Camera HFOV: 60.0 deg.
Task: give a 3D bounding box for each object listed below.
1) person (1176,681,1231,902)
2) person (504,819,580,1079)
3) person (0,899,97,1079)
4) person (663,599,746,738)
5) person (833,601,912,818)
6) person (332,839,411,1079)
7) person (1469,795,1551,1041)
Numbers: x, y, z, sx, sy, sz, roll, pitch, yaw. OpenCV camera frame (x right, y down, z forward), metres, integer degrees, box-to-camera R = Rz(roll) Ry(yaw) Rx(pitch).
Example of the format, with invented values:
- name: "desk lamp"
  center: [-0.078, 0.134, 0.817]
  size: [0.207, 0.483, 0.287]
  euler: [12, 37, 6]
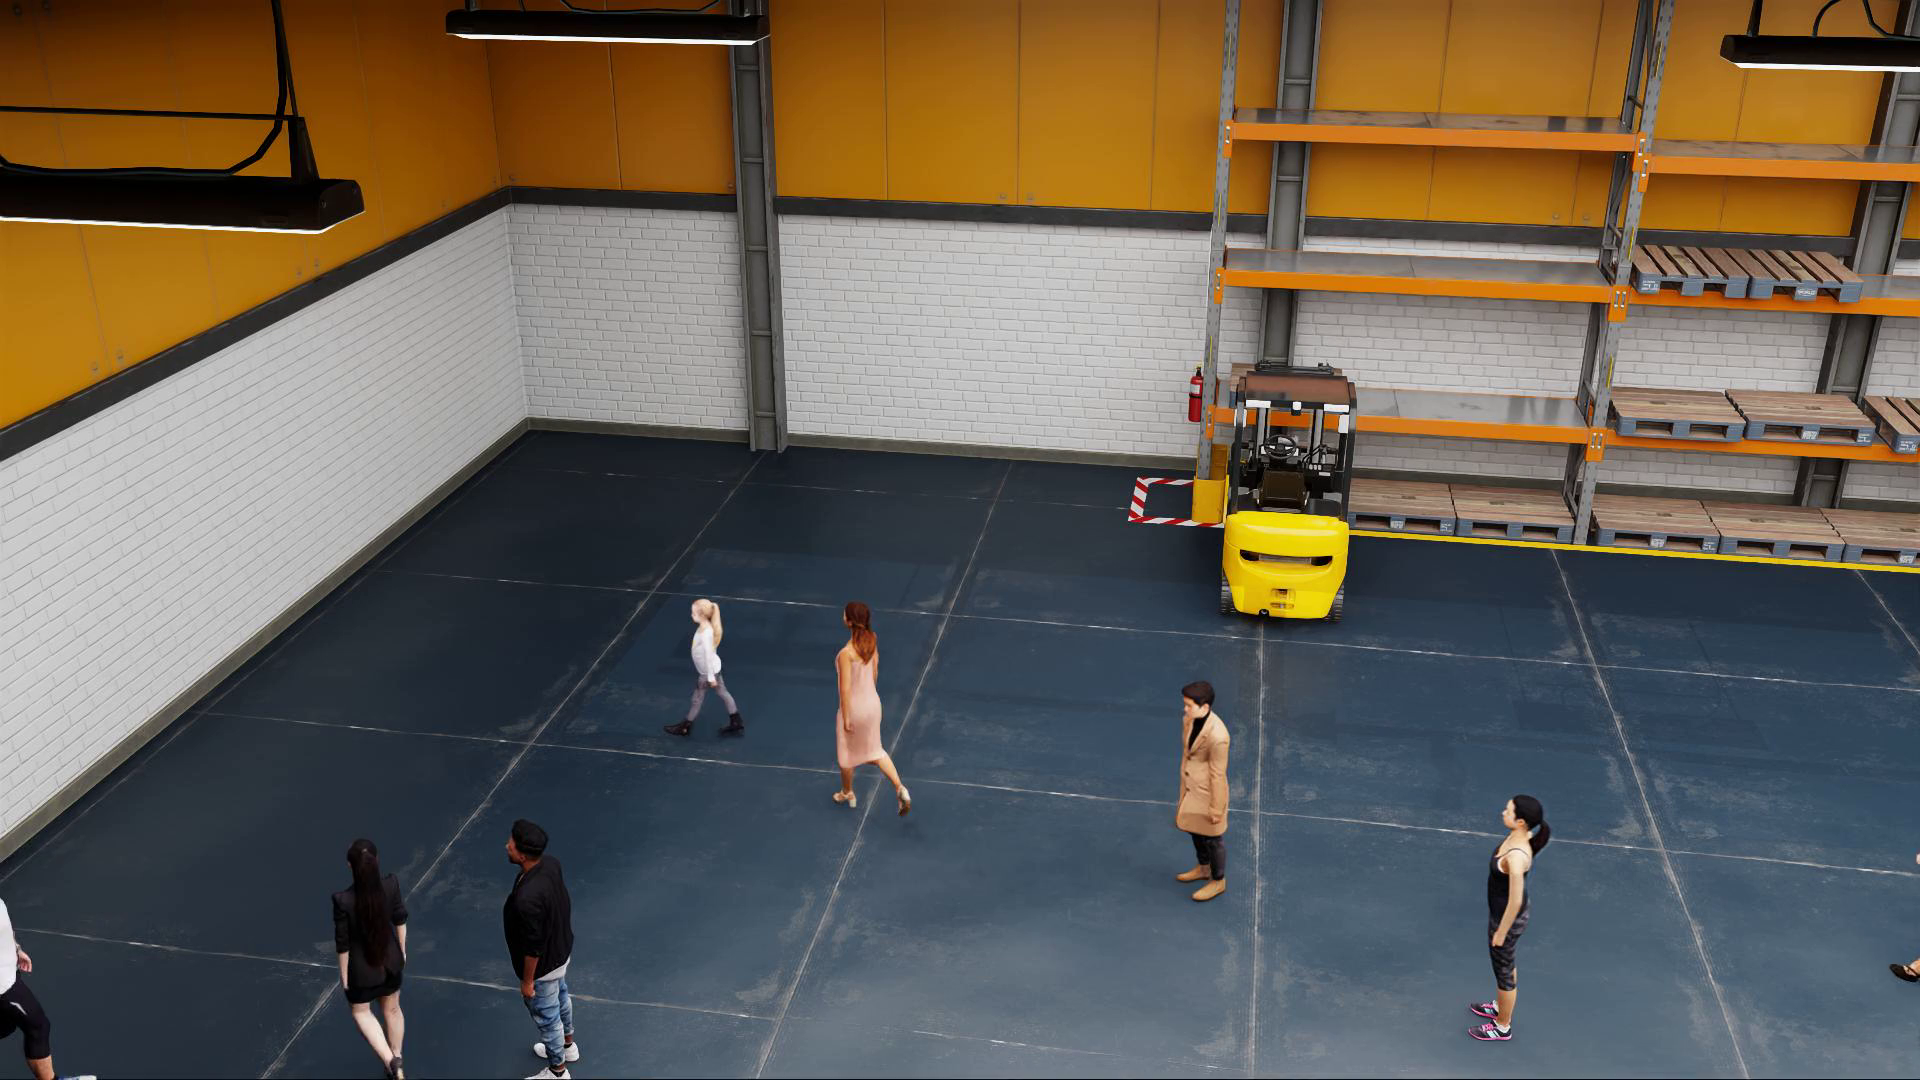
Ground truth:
- name: "person"
  center: [1.729, 1.732, 11.684]
  size: [0.831, 1.711, 0.803]
  euler: [-11, 26, -23]
- name: "person"
  center: [-2.483, 2.452, 9.908]
  size: [0.636, 1.814, 0.719]
  euler: [1, 24, 2]
- name: "person"
  center: [-5.668, 2.569, 9.625]
  size: [1.174, 1.827, 1.092]
  euler: [-14, 27, -29]
- name: "person"
  center: [-2.010, 1.079, 13.757]
  size: [0.937, 1.246, 0.628]
  euler: [-1, 24, -2]
- name: "person"
  center: [-0.683, 1.308, 12.526]
  size: [1.111, 1.813, 0.941]
  euler: [19, 30, 37]
- name: "person"
  center: [-3.408, 2.558, 9.827]
  size: [0.840, 1.685, 0.778]
  euler: [21, 31, 39]
- name: "person"
  center: [3.400, 2.330, 10.294]
  size: [0.590, 1.729, 0.607]
  euler: [9, 25, 20]
